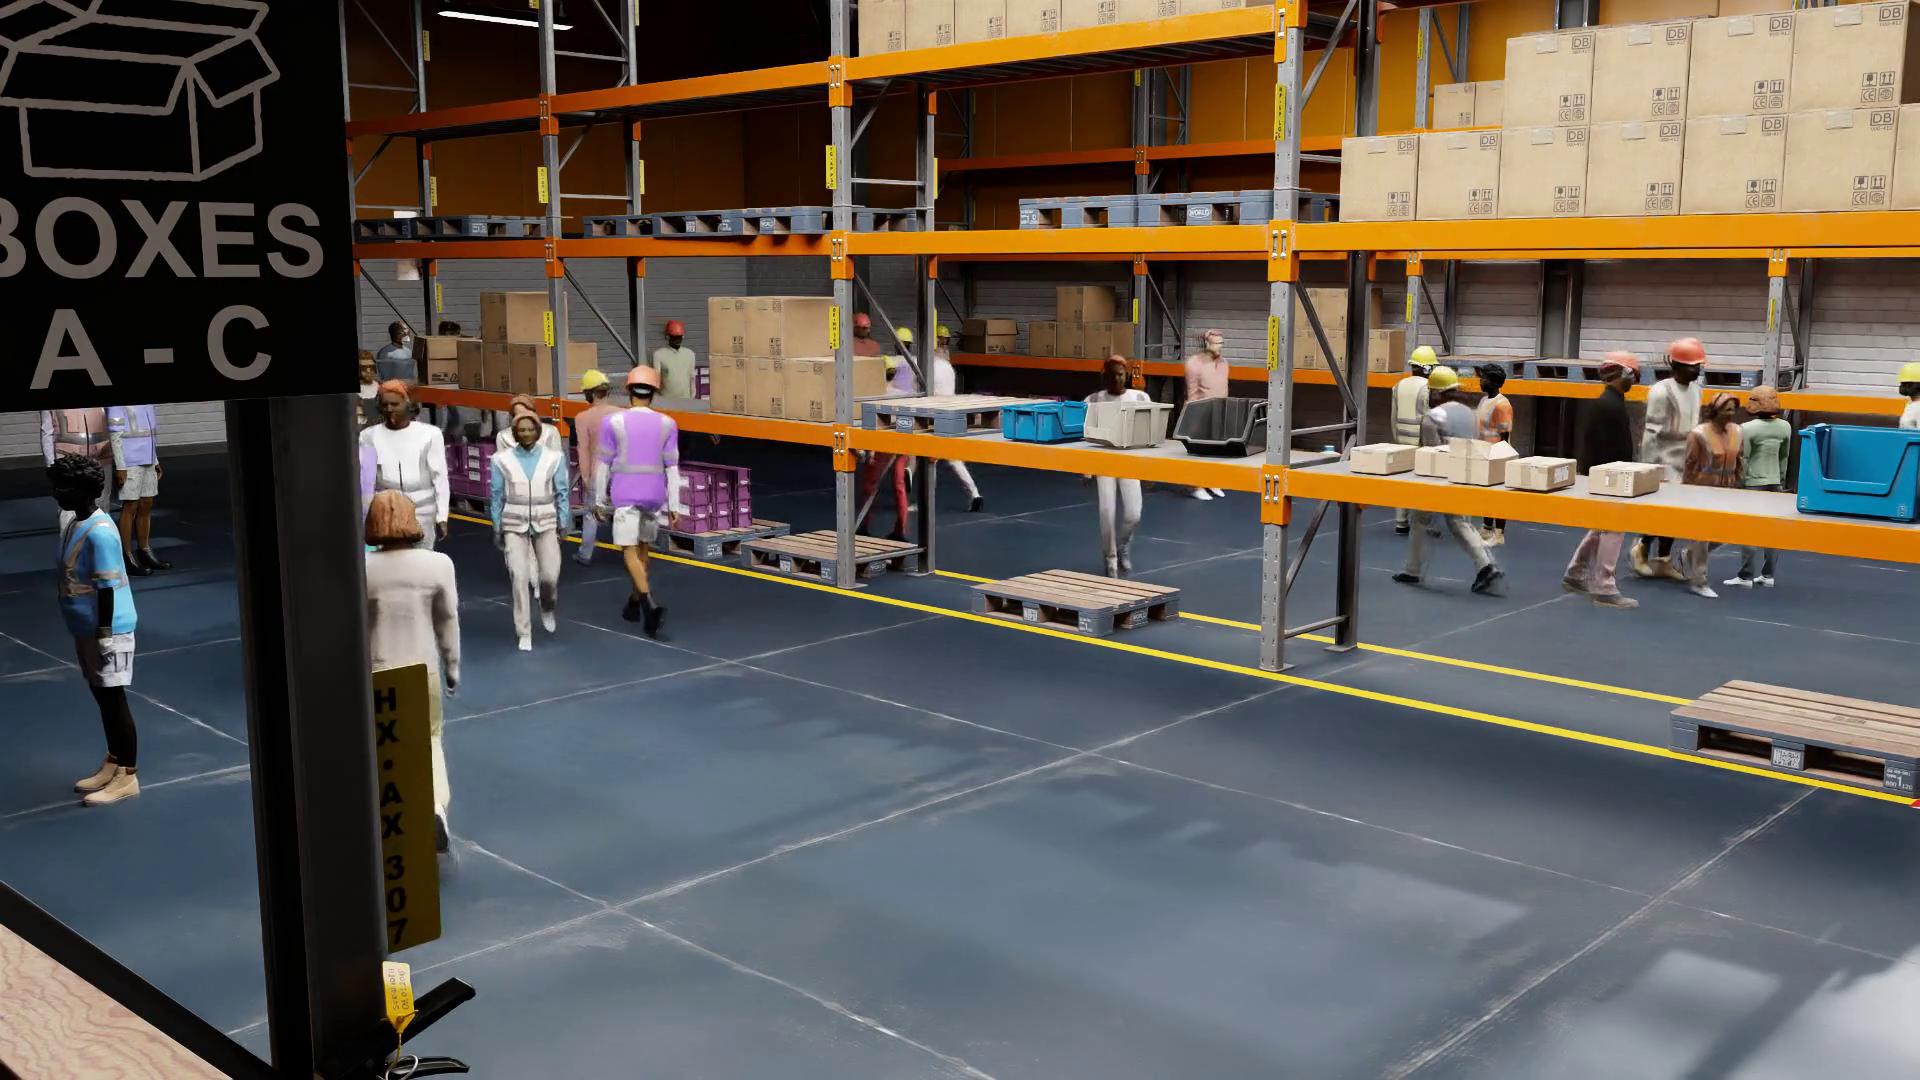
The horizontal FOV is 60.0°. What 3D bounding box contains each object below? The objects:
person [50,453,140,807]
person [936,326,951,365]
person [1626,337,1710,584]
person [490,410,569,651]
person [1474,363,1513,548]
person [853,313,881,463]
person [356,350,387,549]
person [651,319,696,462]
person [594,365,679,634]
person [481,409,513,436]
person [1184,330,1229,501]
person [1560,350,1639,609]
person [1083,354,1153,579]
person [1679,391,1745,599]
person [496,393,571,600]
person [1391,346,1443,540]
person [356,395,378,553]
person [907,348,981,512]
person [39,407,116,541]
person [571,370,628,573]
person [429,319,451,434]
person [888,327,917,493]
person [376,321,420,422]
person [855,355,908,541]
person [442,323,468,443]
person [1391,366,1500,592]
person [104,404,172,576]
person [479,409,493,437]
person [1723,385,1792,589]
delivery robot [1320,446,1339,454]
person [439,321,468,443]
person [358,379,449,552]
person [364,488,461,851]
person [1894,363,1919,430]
[{"bbox_3d":[-4.141,0.423,7.993,0.321,1.694,0.534,-7,12,-38],"label":"person"},{"bbox_3d":[-0.272,-2.214,24.001,0.315,1.741,0.494,5,11,30],"label":"person"},{"bbox_3d":[5.781,-0.629,13.441,0.723,2.017,0.511,-7,11,-36],"label":"person"},{"bbox_3d":[-2.914,-0.077,11.268,0.520,1.628,0.432,-3,10,-17],"label":"person"},{"bbox_3d":[4.889,-0.776,15.324,0.317,1.695,0.540,-1,9,-5],"label":"person"},{"bbox_3d":[-1.240,-1.984,21.877,0.646,1.968,0.807,-5,11,-30],"label":"person"},{"bbox_3d":[-5.370,-0.814,15.146,0.535,1.827,0.411,-8,13,-42],"label":"person"},{"bbox_3d":[-3.532,-1.732,20.403,0.640,1.952,0.988,-6,11,-34],"label":"person"},{"bbox_3d":[-2.256,-0.289,11.778,0.600,1.886,0.920,-5,10,-26],"label":"person"},{"bbox_3d":[-5.245,-1.543,19.379,0.667,1.908,0.461,-6,11,-34],"label":"person"},{"bbox_3d":[2.751,-1.370,18.363,0.659,1.890,0.431,-6,11,-33],"label":"person"},{"bbox_3d":[4.933,-0.477,12.744,0.549,1.946,0.675,4,10,24],"label":"person"},{"bbox_3d":[1.283,-0.584,13.622,0.600,1.867,0.423,0,9,-2],"label":"person"},{"bbox_3d":[5.856,-0.376,13.091,0.533,1.618,0.550,-2,10,-14],"label":"person"},{"bbox_3d":[-3.382,-0.377,13.158,0.546,1.597,0.829,-4,10,-23],"label":"person"},{"bbox_3d":[4.358,-0.921,15.791,0.404,1.835,0.589,-5,10,-28],"label":"person"},{"bbox_3d":[-3.691,0.034,9.932,0.605,1.833,0.579,4,10,21],"label":"person"},{"bbox_3d":[-0.185,-1.206,17.427,0.777,1.874,0.670,5,10,27],"label":"person"},{"bbox_3d":[-7.473,-0.659,14.186,0.621,1.838,0.429,-8,12,-40],"label":"person"},{"bbox_3d":[-3.003,-0.577,14.058,0.530,1.713,0.947,-8,12,-39],"label":"person"},{"bbox_3d":[-7.240,-2.144,23.213,0.593,1.861,0.972,0,9,3],"label":"person"},{"bbox_3d":[-0.640,-1.457,18.900,0.593,1.905,0.722,1,9,9],"label":"person"},{"bbox_3d":[-6.677,-1.636,19.852,0.371,1.941,0.627,2,10,14],"label":"person"},{"bbox_3d":[-0.775,-0.875,15.768,0.556,1.733,0.798,-9,13,-42],"label":"person"},{"bbox_3d":[-6.828,-1.964,22.151,0.461,1.843,0.544,5,10,27],"label":"person"},{"bbox_3d":[3.900,-0.481,13.219,0.604,1.804,0.854,-7,12,-37],"label":"person"},{"bbox_3d":[-6.885,-0.673,13.955,0.369,1.935,0.552,1,9,7],"label":"person"},{"bbox_3d":[-6.239,-1.979,22.359,0.651,1.809,0.680,-8,12,-40],"label":"person"},{"bbox_3d":[6.404,-0.423,13.343,0.499,1.636,0.286,-3,10,-17],"label":"person"},{"bbox_3d":[4.173,-0.825,18.829,0.477,0.478,0.707,-5,10,-28],"label":"delivery robot"},{"bbox_3d":[-7.008,-2.080,22.853,0.537,1.850,0.382,8,12,42],"label":"person"},{"bbox_3d":[-3.709,-0.157,11.142,0.583,1.841,0.982,-2,10,-13],"label":"person"},{"bbox_3d":[-2.414,0.590,7.201,0.506,1.620,0.519,-4,10,-24],"label":"person"},{"bbox_3d":[8.257,-0.671,14.560,0.775,1.739,0.539,4,10,24],"label":"person"}]
